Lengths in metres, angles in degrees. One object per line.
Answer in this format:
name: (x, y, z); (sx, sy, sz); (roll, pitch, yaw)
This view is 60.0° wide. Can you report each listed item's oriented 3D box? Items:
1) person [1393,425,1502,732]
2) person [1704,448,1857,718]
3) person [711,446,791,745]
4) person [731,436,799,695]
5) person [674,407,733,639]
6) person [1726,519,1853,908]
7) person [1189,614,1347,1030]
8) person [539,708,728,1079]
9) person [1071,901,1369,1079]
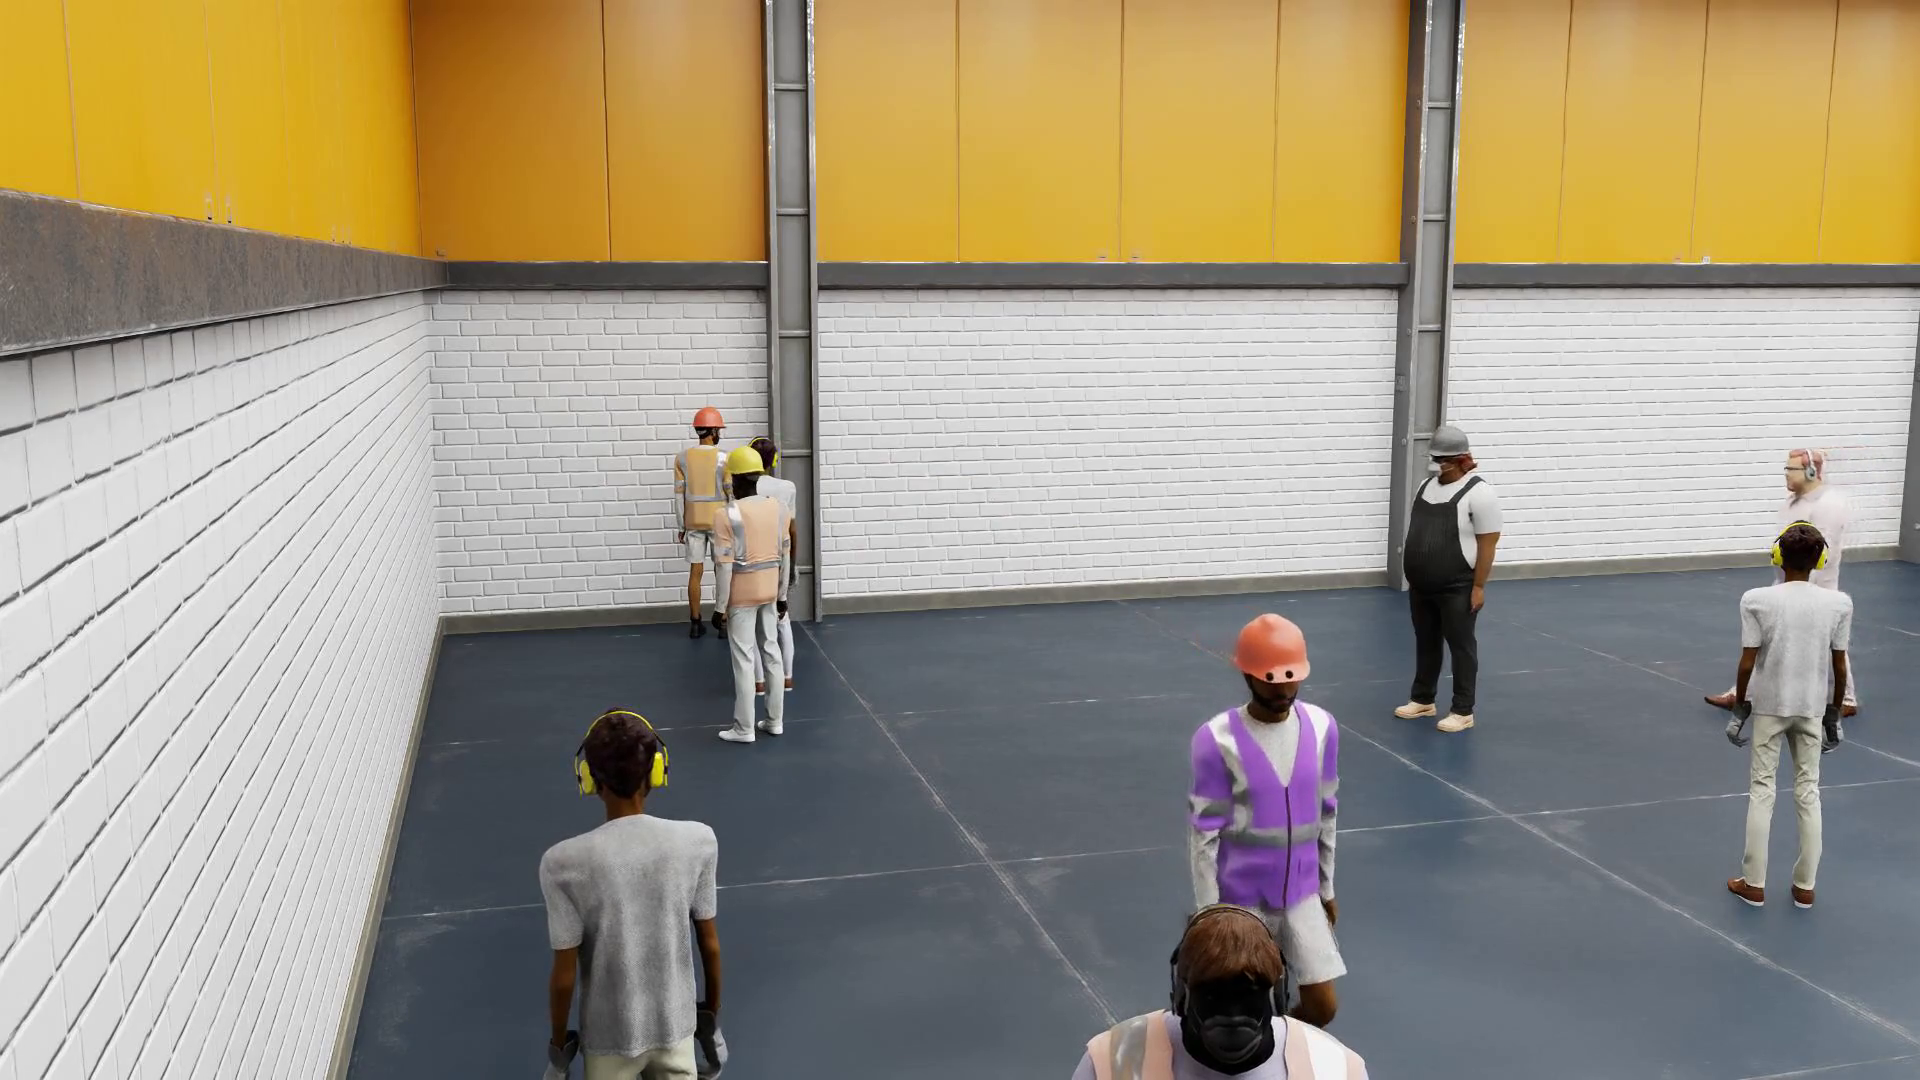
person: (3.206, 0.246, 11.085); (0.536, 2.000, 0.692); (-5, 10, -29)
person: (5.691, 0.306, 11.306); (0.982, 1.853, 0.640); (-1, 9, -4)
person: (-1.362, 0.355, 10.760); (0.594, 1.924, 0.373); (-9, 13, -44)
person: (-1.414, 0.184, 12.018); (0.532, 1.865, 0.310); (-5, 10, -29)
person: (-2.086, -0.141, 13.828); (0.550, 1.933, 0.370); (2, 9, 10)
person: (3.953, 0.832, 7.960); (0.518, 1.872, 0.326); (2, 9, 10)
person: (1.050, 1.186, 5.604); (0.571, 1.913, 0.417); (-3, 10, -17)
person: (-0.895, 1.378, 4.577); (0.520, 1.865, 0.327); (-4, 10, -26)
person: (0.503, 1.599, 3.260); (0.621, 1.845, 0.429); (0, 9, 1)
